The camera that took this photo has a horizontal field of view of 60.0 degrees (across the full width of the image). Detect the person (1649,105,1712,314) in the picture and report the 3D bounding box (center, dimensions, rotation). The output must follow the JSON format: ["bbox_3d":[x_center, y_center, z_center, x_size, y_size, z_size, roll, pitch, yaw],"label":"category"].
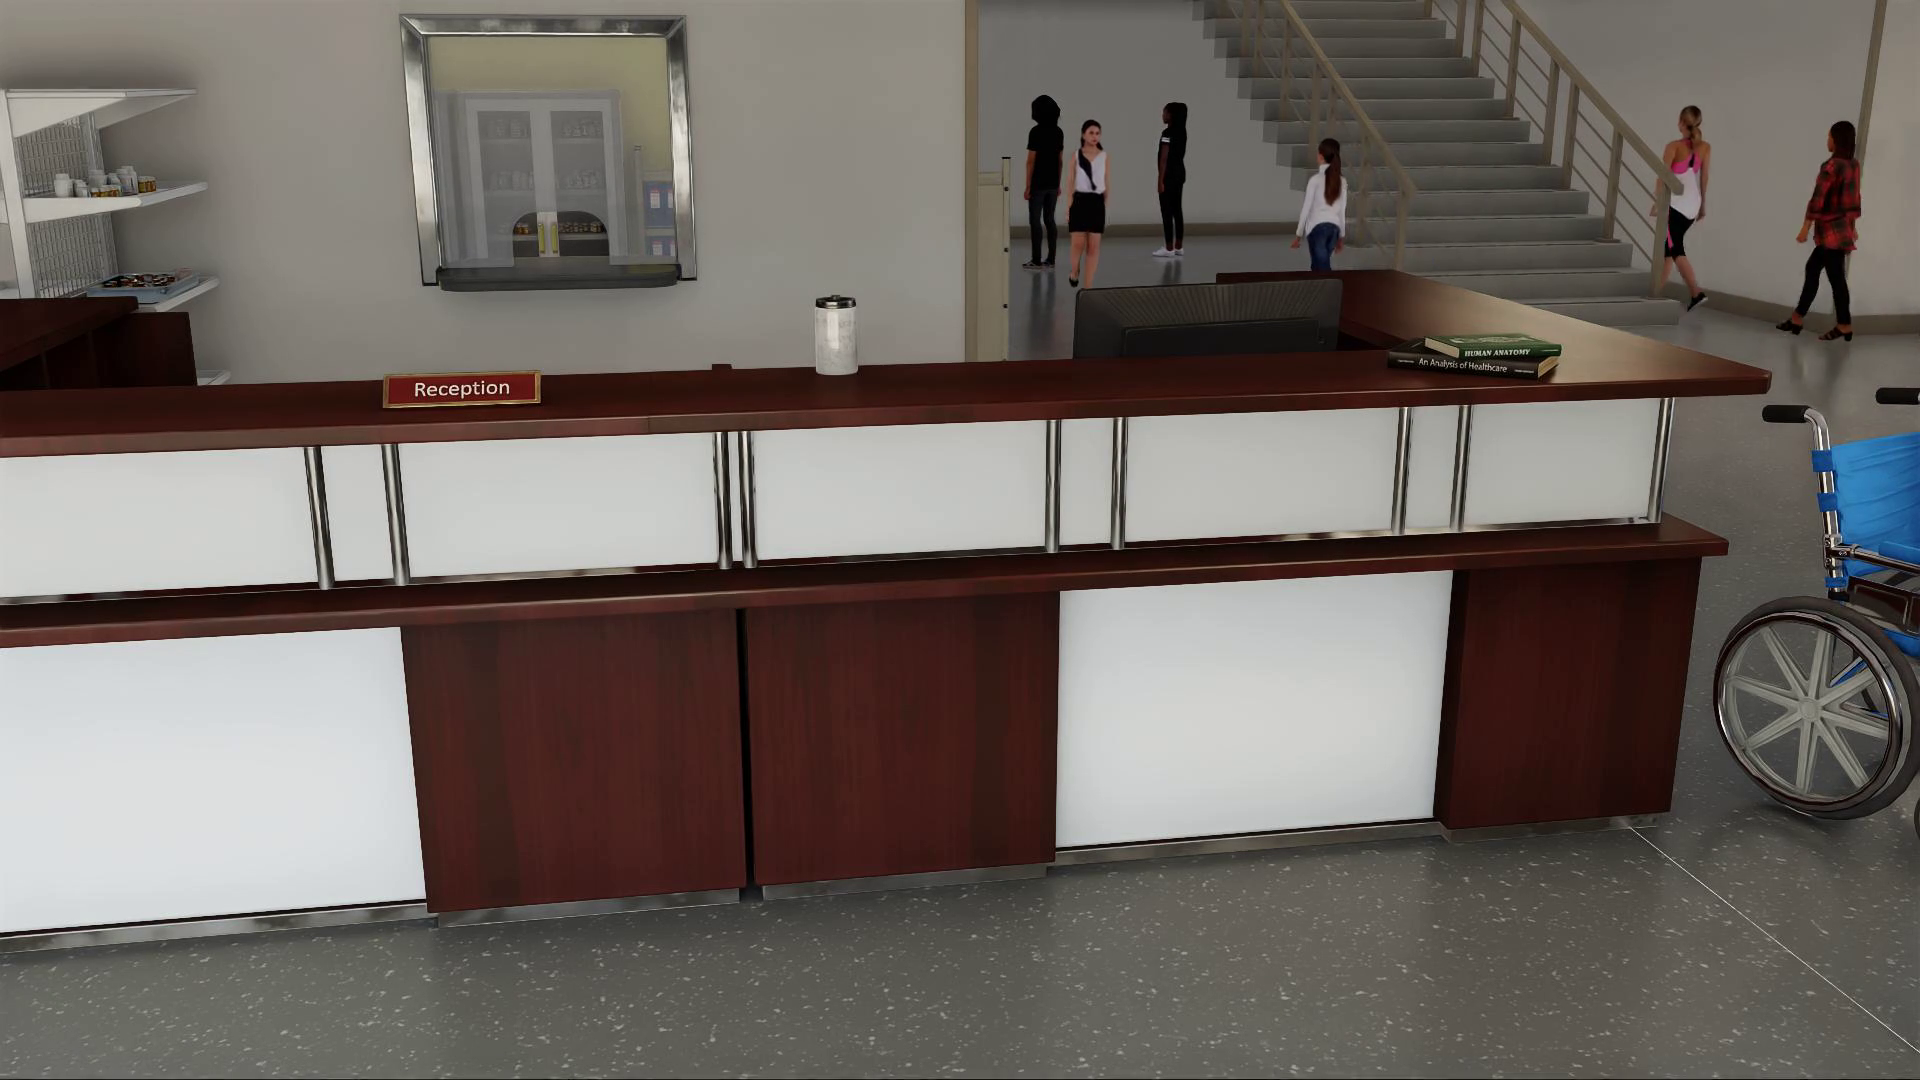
[{"bbox_3d":[6.275,-2.817,14.385,0.660,1.747,1.127,-4,16,-14],"label":"person"}]

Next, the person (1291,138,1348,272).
[{"bbox_3d":[2.957,-2.413,13.375,0.708,1.518,1.119,-7,17,-23],"label":"person"}]

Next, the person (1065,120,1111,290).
[{"bbox_3d":[1.146,-2.997,15.224,0.554,1.638,0.697,-3,16,-10],"label":"person"}]

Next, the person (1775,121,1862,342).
[{"bbox_3d":[6.898,-2.377,12.971,0.933,1.668,1.015,-14,21,-41],"label":"person"}]

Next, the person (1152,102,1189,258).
[{"bbox_3d":[2.437,-4.143,19.121,0.746,1.729,0.692,11,19,35],"label":"person"}]

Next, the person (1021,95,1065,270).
[{"bbox_3d":[0.909,-3.845,17.867,0.715,1.824,0.708,-12,20,-37],"label":"person"}]
